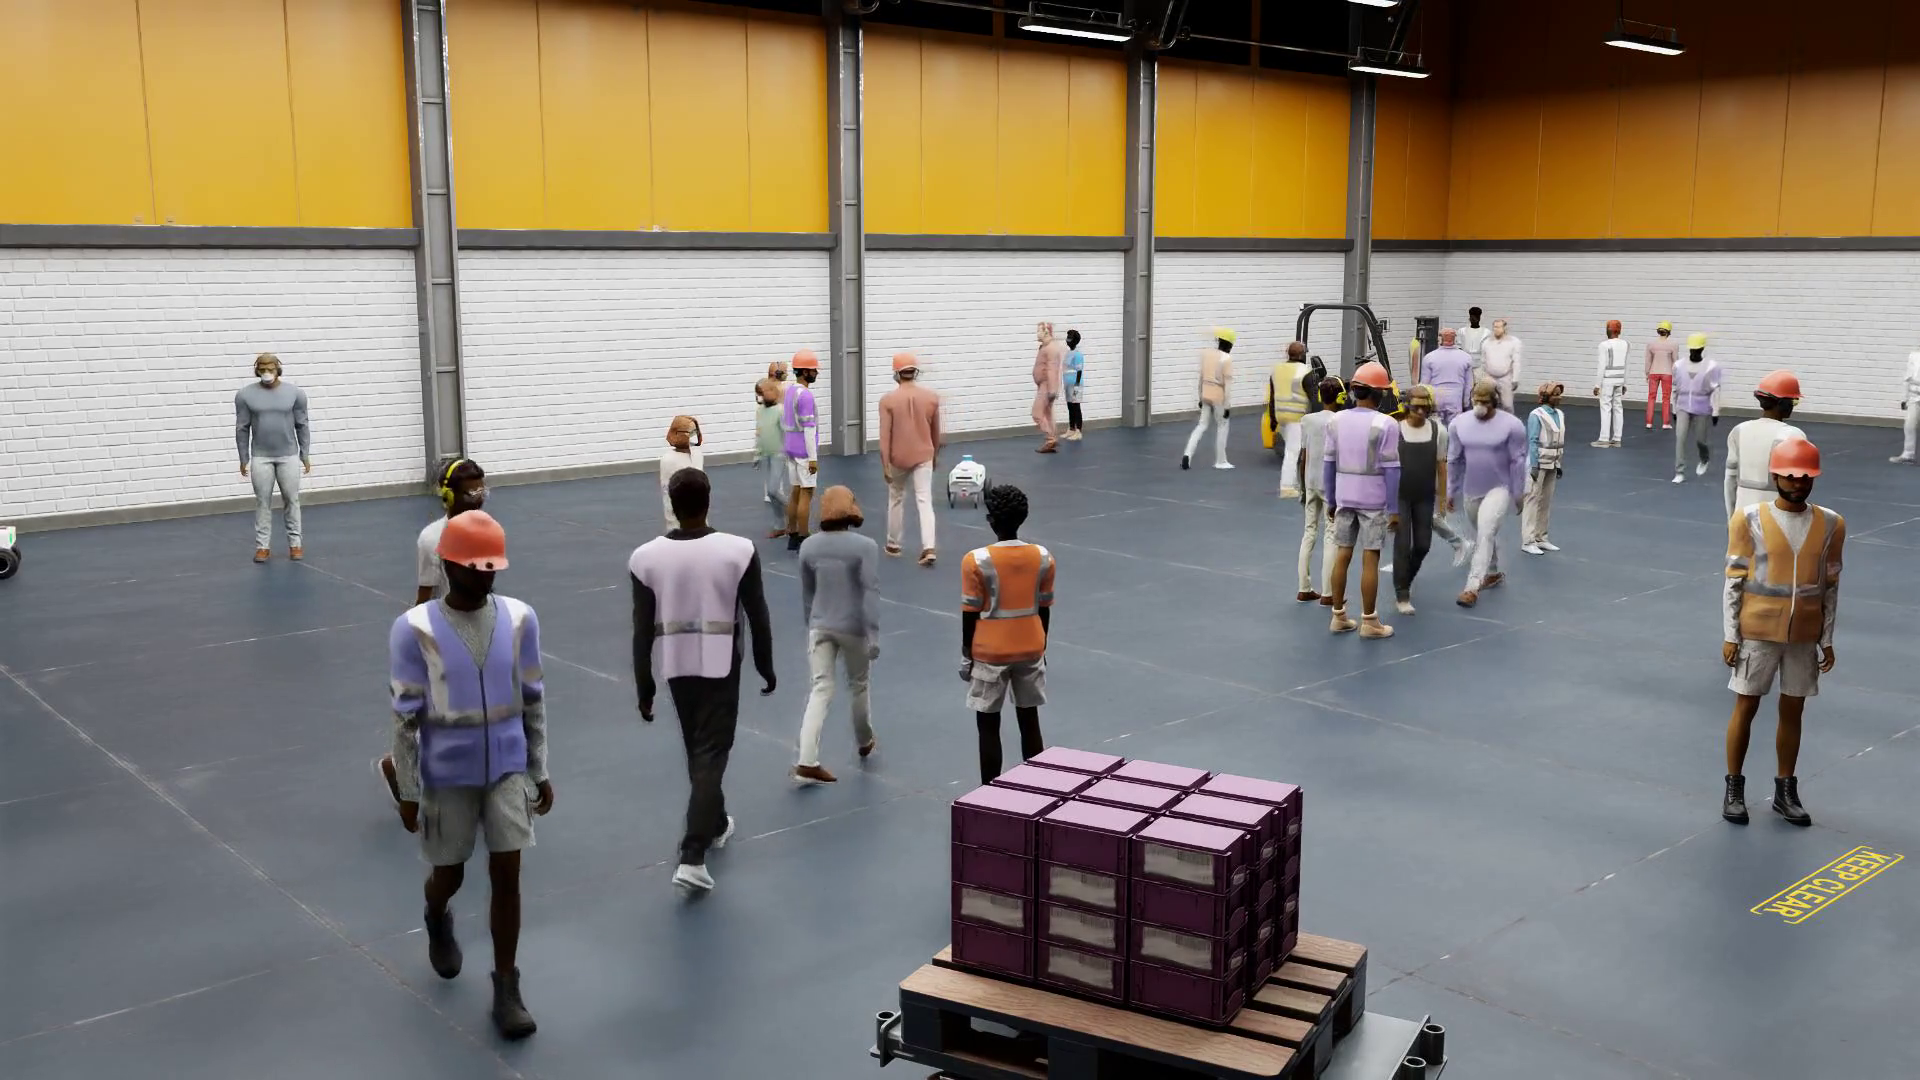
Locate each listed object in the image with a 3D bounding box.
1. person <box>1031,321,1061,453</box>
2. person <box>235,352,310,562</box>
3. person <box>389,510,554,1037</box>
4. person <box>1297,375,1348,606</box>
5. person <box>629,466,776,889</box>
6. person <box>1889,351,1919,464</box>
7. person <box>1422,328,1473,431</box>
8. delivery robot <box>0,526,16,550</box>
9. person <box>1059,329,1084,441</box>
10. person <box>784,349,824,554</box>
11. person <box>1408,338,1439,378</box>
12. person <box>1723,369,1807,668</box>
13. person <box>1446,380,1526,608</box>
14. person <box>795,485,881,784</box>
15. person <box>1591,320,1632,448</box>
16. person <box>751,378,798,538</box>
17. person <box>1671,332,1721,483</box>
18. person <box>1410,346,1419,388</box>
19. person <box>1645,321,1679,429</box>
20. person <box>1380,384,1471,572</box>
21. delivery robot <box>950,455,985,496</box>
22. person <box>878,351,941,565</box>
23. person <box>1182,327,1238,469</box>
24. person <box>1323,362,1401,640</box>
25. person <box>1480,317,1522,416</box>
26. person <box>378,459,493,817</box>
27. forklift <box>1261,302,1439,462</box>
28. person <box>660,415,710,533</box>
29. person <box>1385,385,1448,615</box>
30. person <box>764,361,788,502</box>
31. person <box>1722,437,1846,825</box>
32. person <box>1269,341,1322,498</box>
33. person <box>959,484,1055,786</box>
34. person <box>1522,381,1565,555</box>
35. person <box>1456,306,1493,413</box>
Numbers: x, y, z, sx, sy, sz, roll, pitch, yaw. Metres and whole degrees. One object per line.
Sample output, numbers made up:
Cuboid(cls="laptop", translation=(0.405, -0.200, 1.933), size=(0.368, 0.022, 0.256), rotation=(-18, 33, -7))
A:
Cuboid(cls="person", translation=(1.200, -2.163, 23.694), size=(0.446, 1.887, 0.669), rotation=(-1, 10, -4))
Cuboid(cls="person", translation=(-6.332, -0.764, 15.359), size=(0.635, 1.936, 0.355), rotation=(-3, 10, -19))
Cuboid(cls="person", translation=(-1.800, 0.825, 6.128), size=(0.559, 1.921, 0.683), rotation=(-7, 12, -34))
Cuboid(cls="person", translation=(2.954, -0.393, 13.441), size=(0.501, 1.860, 0.327), rotation=(9, 13, 43))
Cuboid(cls="person", translation=(-1.192, 0.603, 7.575), size=(0.601, 1.871, 1.015), rotation=(1, 10, 7))
Cuboid(cls="person", translation=(12.833, -1.868, 22.131), size=(0.454, 1.850, 0.678), rotation=(-6, 11, -30))
Cuboid(cls="person", translation=(6.242, -1.774, 21.395), size=(0.641, 1.900, 0.403), rotation=(1, 10, 4))
Cuboid(cls="delivery robot", translation=(-8.660, 0.021, 14.533), size=(0.707, 0.478, 0.477), rotation=(-5, 11, -26))
Cuboid(cls="person", translation=(1.722, -2.370, 25.459), size=(0.317, 1.700, 0.539), rotation=(-3, 10, -17))
Cuboid(cls="person", translation=(-1.465, -0.839, 15.797), size=(0.361, 1.935, 0.553), rotation=(-5, 11, -25))
Cuboid(cls="person", translation=(7.168, -2.466, 25.594), size=(0.429, 1.846, 0.633), rotation=(-4, 10, -20))
Cuboid(cls="person", translation=(5.545, -0.147, 11.437), size=(0.393, 2.044, 0.609), rotation=(-4, 10, -22))
Cuboid(cls="person", translation=(4.310, -0.408, 13.641), size=(0.647, 1.837, 1.201), rotation=(8, 12, 39))
Cuboid(cls="person", translation=(-0.650, 0.498, 9.027), size=(0.539, 1.574, 0.840), rotation=(4, 10, 22))
Cuboid(cls="person", translation=(9.593, -2.299, 24.501), size=(0.587, 1.883, 0.342), rotation=(-4, 10, -22))
Cuboid(cls="person", translation=(-1.863, -0.805, 16.563), size=(0.331, 1.612, 0.517), rotation=(-8, 13, -40))
Cuboid(cls="person", translation=(9.222, -1.669, 20.826), size=(0.593, 1.890, 0.855), rotation=(8, 12, 37))
Cuboid(cls="person", translation=(6.982, -2.344, 25.119), size=(0.329, 1.765, 0.526), rotation=(-1, 10, -8))
Cuboid(cls="person", translation=(11.425, -2.680, 27.083), size=(0.525, 1.769, 0.316), rotation=(7, 12, 37))
Cuboid(cls="person", translation=(4.180, -0.551, 14.798), size=(0.791, 1.704, 0.487), rotation=(-1, 10, -7))
Cuboid(cls="delivery robot", translation=(0.085, -0.715, 18.827), size=(0.477, 0.478, 0.707), rotation=(1, 9, 7))
Cuboid(cls="person", translation=(-0.443, -0.754, 15.291), size=(0.617, 1.954, 1.002), rotation=(-2, 10, -14))
Cuboid(cls="person", translation=(3.299, -1.848, 21.905), size=(0.830, 1.887, 0.655), rotation=(-7, 12, -35))
Cuboid(cls="person", translation=(2.983, -0.290, 12.279), size=(0.392, 2.041, 0.615), rotation=(-9, 13, -42))
Cuboid(cls="person", translation=(8.347, -2.499, 25.693), size=(0.644, 1.880, 0.831), rotation=(6, 11, 31))
Cuboid(cls="person", translation=(-2.534, 0.503, 8.227), size=(0.583, 1.845, 0.563), rotation=(3, 10, 15))
Cuboid(cls="forklift", translation=(5.320, -2.157, 22.763), size=(2.313, 2.155, 1.214), rotation=(3, 10, 16))
Cuboid(cls="person", translation=(-2.061, -0.129, 12.534), size=(0.282, 1.633, 0.500), rotation=(4, 11, 23))
Cuboid(cls="person", translation=(3.584, -0.335, 13.213), size=(0.547, 1.821, 0.587), rotation=(0, 10, 2))
Cuboid(cls="person", translation=(-2.075, -1.207, 18.853), size=(0.312, 1.633, 0.519), rotation=(-4, 10, -22))
Cuboid(cls="person", translation=(4.066, 0.453, 8.237), size=(0.545, 1.938, 0.359), rotation=(1, 10, 7))
Cuboid(cls="person", translation=(3.989, -1.409, 19.511), size=(0.746, 1.818, 0.649), rotation=(-6, 11, -32))
Cuboid(cls="person", translation=(0.235, 0.564, 8.313), size=(0.529, 1.689, 0.321), rotation=(-6, 11, -30))
Cuboid(cls="person", translation=(5.550, -0.690, 15.794), size=(0.513, 1.642, 0.313), rotation=(-8, 13, -40))
Cuboid(cls="person", translation=(8.737, -2.993, 28.347), size=(0.603, 1.958, 0.381), rotation=(4, 11, 23))
